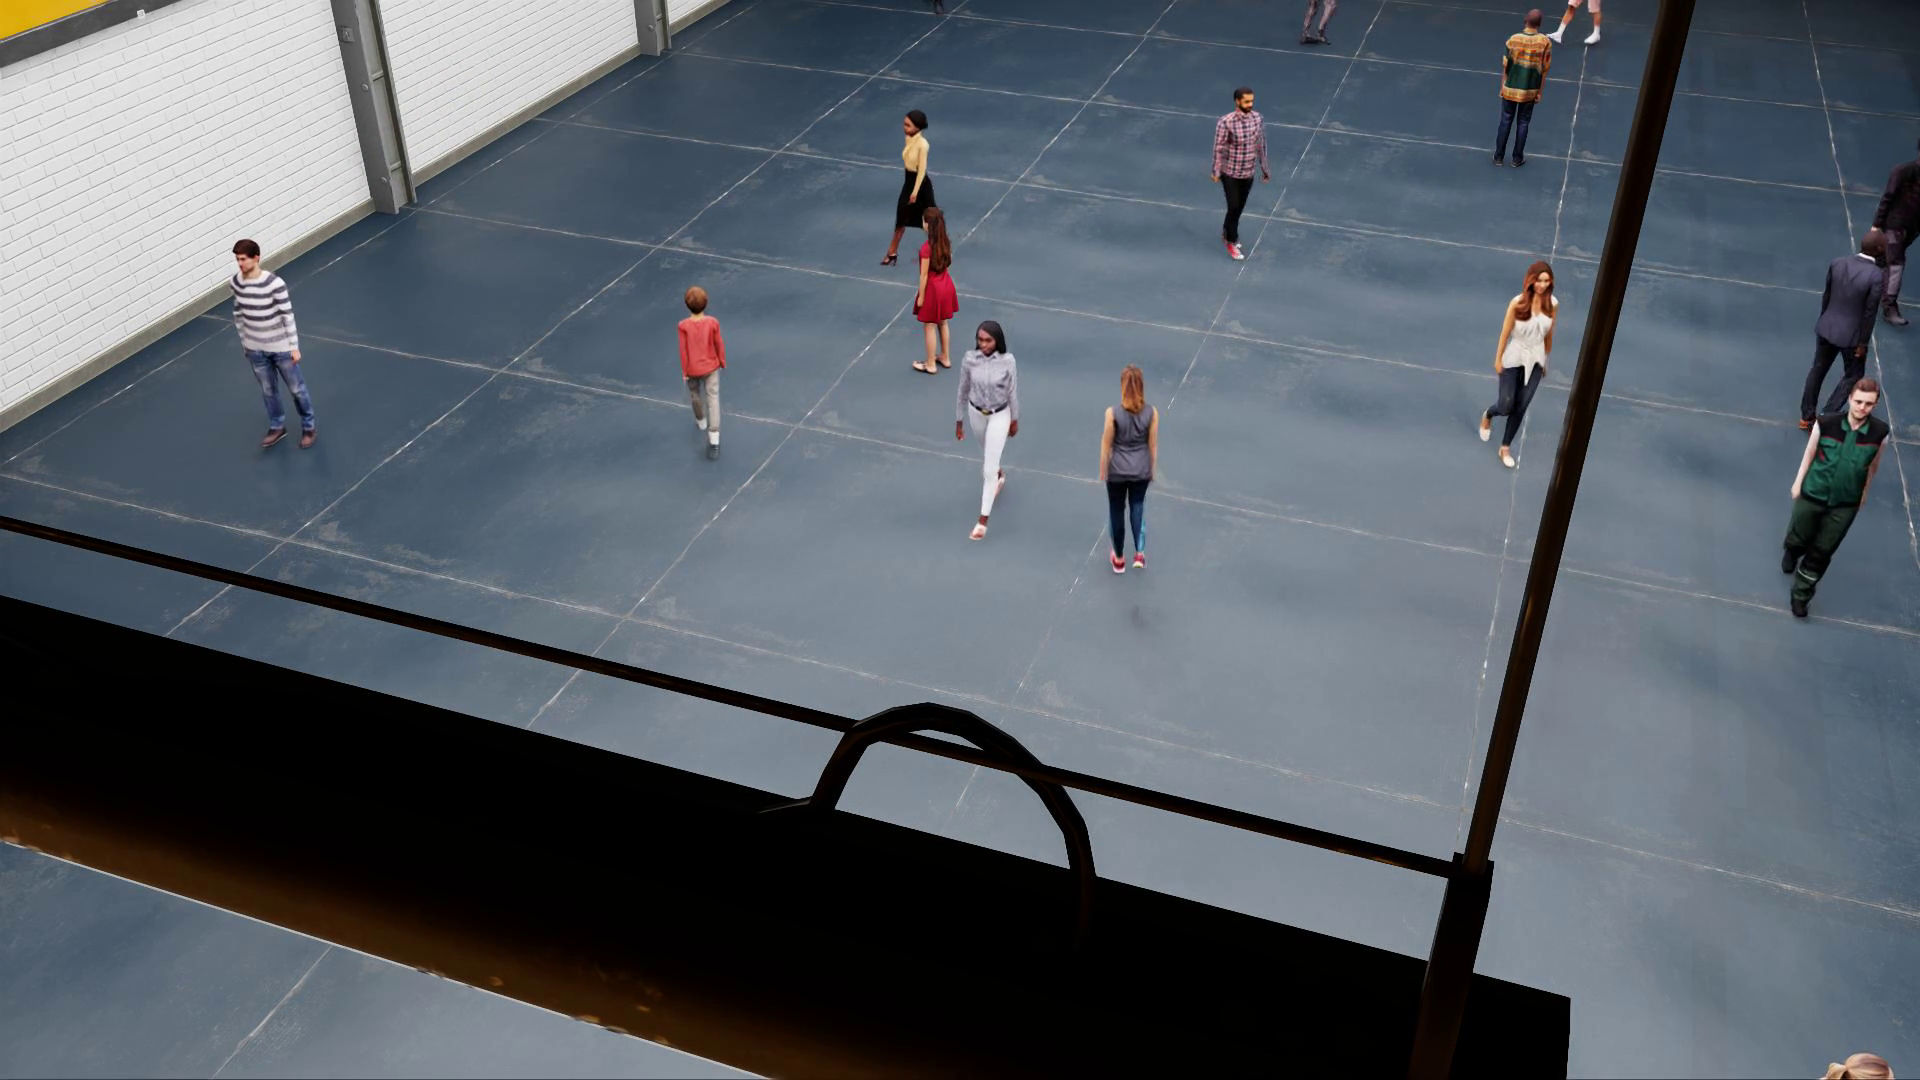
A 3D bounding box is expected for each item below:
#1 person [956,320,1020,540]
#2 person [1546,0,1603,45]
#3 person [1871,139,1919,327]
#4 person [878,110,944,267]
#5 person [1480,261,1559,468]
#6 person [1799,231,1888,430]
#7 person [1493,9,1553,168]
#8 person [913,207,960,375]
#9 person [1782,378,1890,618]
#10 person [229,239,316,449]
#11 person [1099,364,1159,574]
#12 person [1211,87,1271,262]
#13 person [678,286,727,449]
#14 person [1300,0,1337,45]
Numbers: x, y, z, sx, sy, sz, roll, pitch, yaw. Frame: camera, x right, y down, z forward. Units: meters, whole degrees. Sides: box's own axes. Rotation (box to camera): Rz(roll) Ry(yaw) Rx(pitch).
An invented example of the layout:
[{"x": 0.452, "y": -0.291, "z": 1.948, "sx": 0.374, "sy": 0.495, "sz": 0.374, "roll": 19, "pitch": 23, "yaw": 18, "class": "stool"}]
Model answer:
[{"x": 0.242, "y": -0.947, "z": 12.902, "sx": 0.601, "sy": 1.670, "sz": 1.185, "roll": 11, "pitch": 35, "yaw": 16, "class": "person"}, {"x": 8.798, "y": -7.709, "z": 23.021, "sx": 1.196, "sy": 1.729, "sz": 1.114, "roll": -16, "pitch": 37, "yaw": -23, "class": "person"}, {"x": 8.949, "y": -3.036, "z": 15.927, "sx": 1.161, "sy": 1.800, "sz": 1.320, "roll": -9, "pitch": 35, "yaw": -13, "class": "person"}, {"x": -0.349, "y": -3.536, "z": 16.844, "sx": 1.073, "sy": 1.616, "sz": 0.927, "roll": -21, "pitch": 39, "yaw": -28, "class": "person"}, {"x": 4.568, "y": -1.477, "z": 13.607, "sx": 0.772, "sy": 1.772, "sz": 0.880, "roll": -4, "pitch": 34, "yaw": -6, "class": "person"}, {"x": 7.340, "y": -1.715, "z": 13.926, "sx": 0.884, "sy": 1.814, "sz": 0.826, "roll": -14, "pitch": 36, "yaw": -20, "class": "person"}, {"x": 6.477, "y": -5.214, "z": 19.196, "sx": 0.675, "sy": 1.808, "sz": 0.628, "roll": 11, "pitch": 35, "yaw": 16, "class": "person"}, {"x": -0.218, "y": -2.253, "z": 14.974, "sx": 0.693, "sy": 1.551, "sz": 0.625, "roll": 23, "pitch": 40, "yaw": 31, "class": "person"}, {"x": 6.207, "y": -0.352, "z": 11.864, "sx": 0.654, "sy": 1.828, "sz": 0.921, "roll": 13, "pitch": 36, "yaw": 18, "class": "person"}, {"x": -5.702, "y": -1.639, "z": 13.776, "sx": 0.686, "sy": 1.854, "sz": 0.603, "roll": 5, "pitch": 34, "yaw": 7, "class": "person"}, {"x": 1.228, "y": -0.445, "z": 12.107, "sx": 0.723, "sy": 1.714, "sz": 0.814, "roll": -4, "pitch": 34, "yaw": -6, "class": "person"}, {"x": 2.836, "y": -3.845, "z": 17.199, "sx": 0.964, "sy": 1.739, "sz": 1.021, "roll": -17, "pitch": 37, "yaw": -23, "class": "person"}, {"x": -2.141, "y": -1.419, "z": 13.859, "sx": 0.839, "sy": 1.397, "sz": 1.003, "roll": -7, "pitch": 34, "yaw": -10, "class": "person"}, {"x": 4.902, "y": -7.726, "z": 23.071, "sx": 0.753, "sy": 1.702, "sz": 0.691, "roll": 0, "pitch": 34, "yaw": 0, "class": "person"}]
